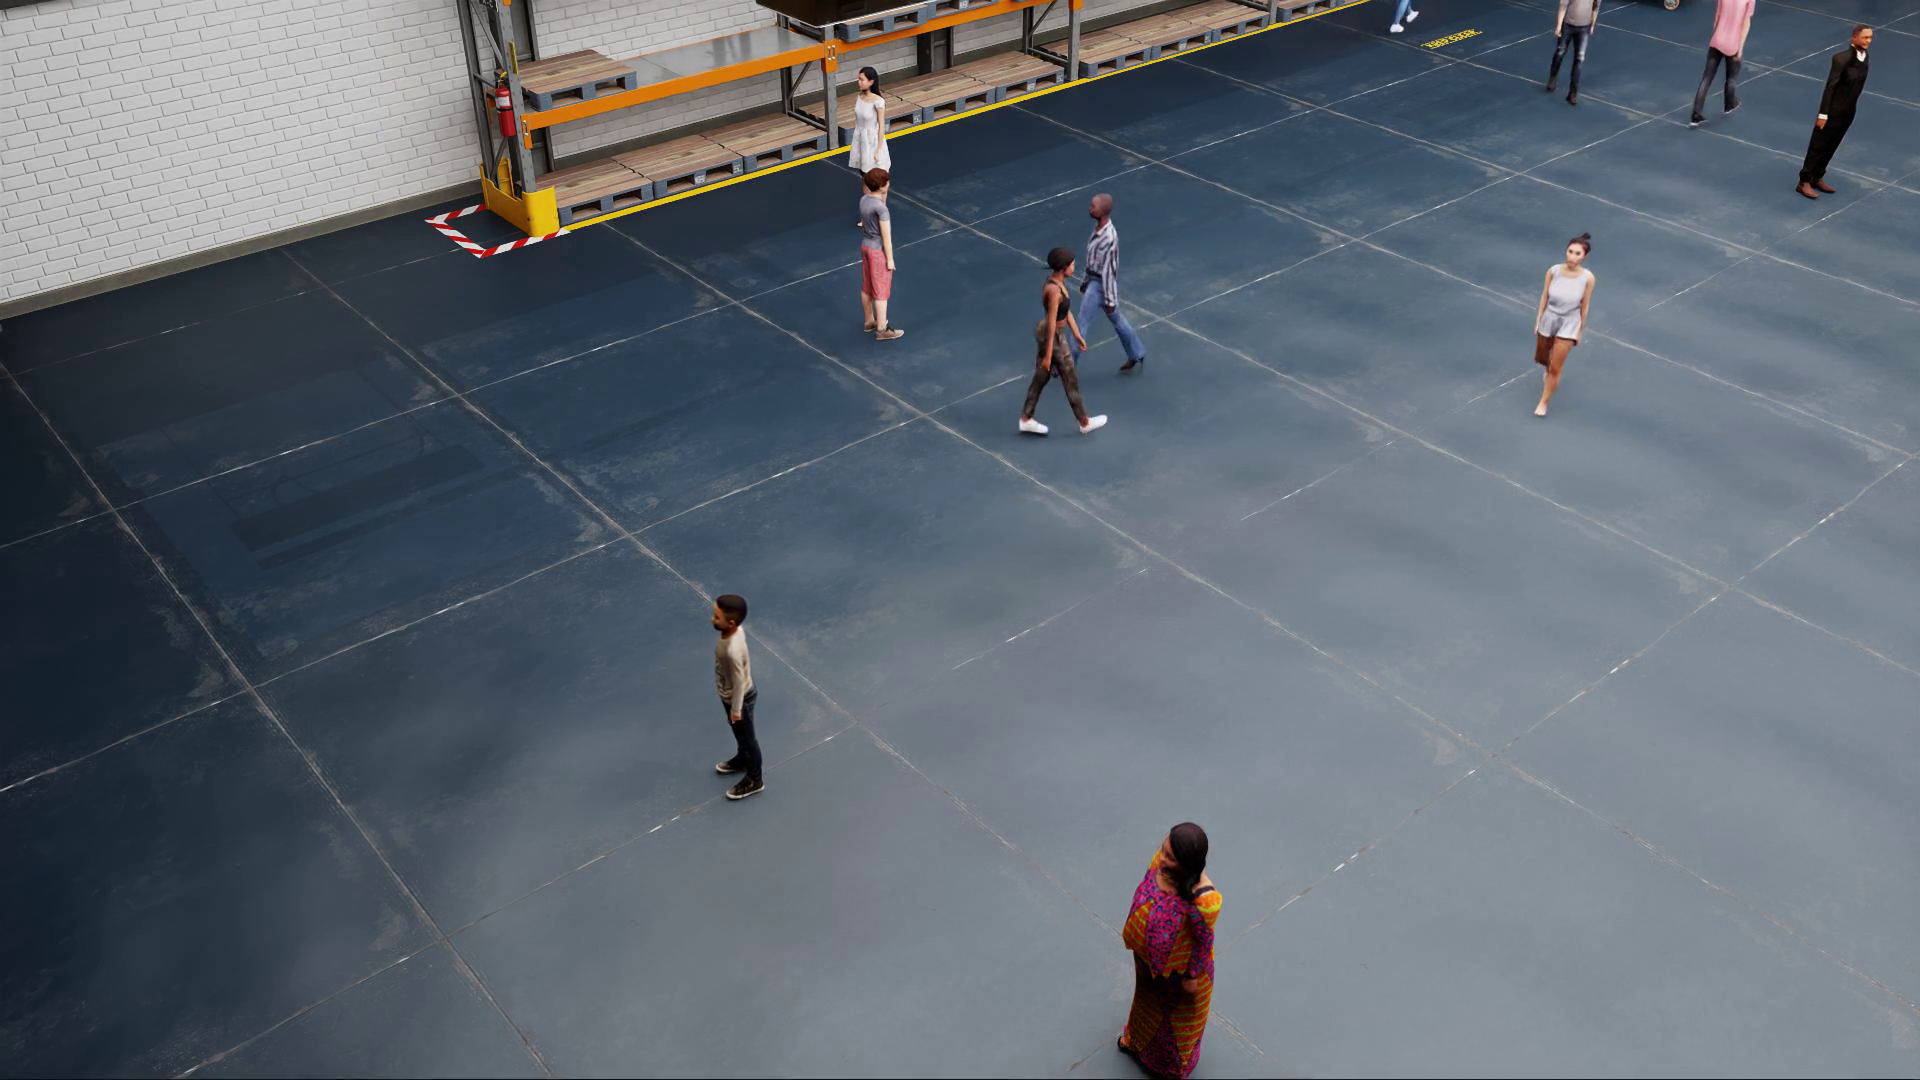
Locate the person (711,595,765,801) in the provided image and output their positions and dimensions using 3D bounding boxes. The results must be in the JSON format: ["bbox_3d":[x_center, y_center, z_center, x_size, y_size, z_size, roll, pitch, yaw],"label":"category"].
[{"bbox_3d":[-1.377,0.942,10.314,0.624,1.464,0.619,-9,35,-14],"label":"person"}]

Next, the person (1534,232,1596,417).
[{"bbox_3d":[5.244,-1.896,14.469,0.726,1.590,0.957,19,38,26],"label":"person"}]

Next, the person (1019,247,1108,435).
[{"bbox_3d":[0.691,-1.651,14.043,1.074,1.654,0.981,3,34,4],"label":"person"}]

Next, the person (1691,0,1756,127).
[{"bbox_3d":[9.321,-6.017,20.379,1.168,1.911,0.665,-26,41,-33],"label":"person"}]

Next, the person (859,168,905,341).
[{"bbox_3d":[-0.787,-2.692,15.613,0.553,1.651,0.601,-20,39,-27],"label":"person"}]

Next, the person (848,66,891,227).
[{"bbox_3d":[-0.958,-4.164,17.714,0.628,1.775,0.645,-27,42,-34],"label":"person"}]

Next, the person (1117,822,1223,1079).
[{"bbox_3d":[1.070,2.062,8.429,0.689,1.686,0.676,-19,38,-26],"label":"person"}]

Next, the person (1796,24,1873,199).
[{"bbox_3d":[9.788,-4.806,18.564,0.619,1.904,0.790,-17,37,-23],"label":"person"}]

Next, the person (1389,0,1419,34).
[{"bbox_3d":[6.354,-8.058,23.728,1.009,1.604,0.659,-26,41,-33],"label":"person"}]

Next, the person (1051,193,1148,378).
[{"bbox_3d":[1.352,-2.221,14.824,1.264,1.739,1.115,-2,34,-3],"label":"person"}]

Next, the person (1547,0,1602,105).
[{"bbox_3d":[7.856,-6.615,21.329,1.181,1.856,1.293,5,34,7],"label":"person"}]
